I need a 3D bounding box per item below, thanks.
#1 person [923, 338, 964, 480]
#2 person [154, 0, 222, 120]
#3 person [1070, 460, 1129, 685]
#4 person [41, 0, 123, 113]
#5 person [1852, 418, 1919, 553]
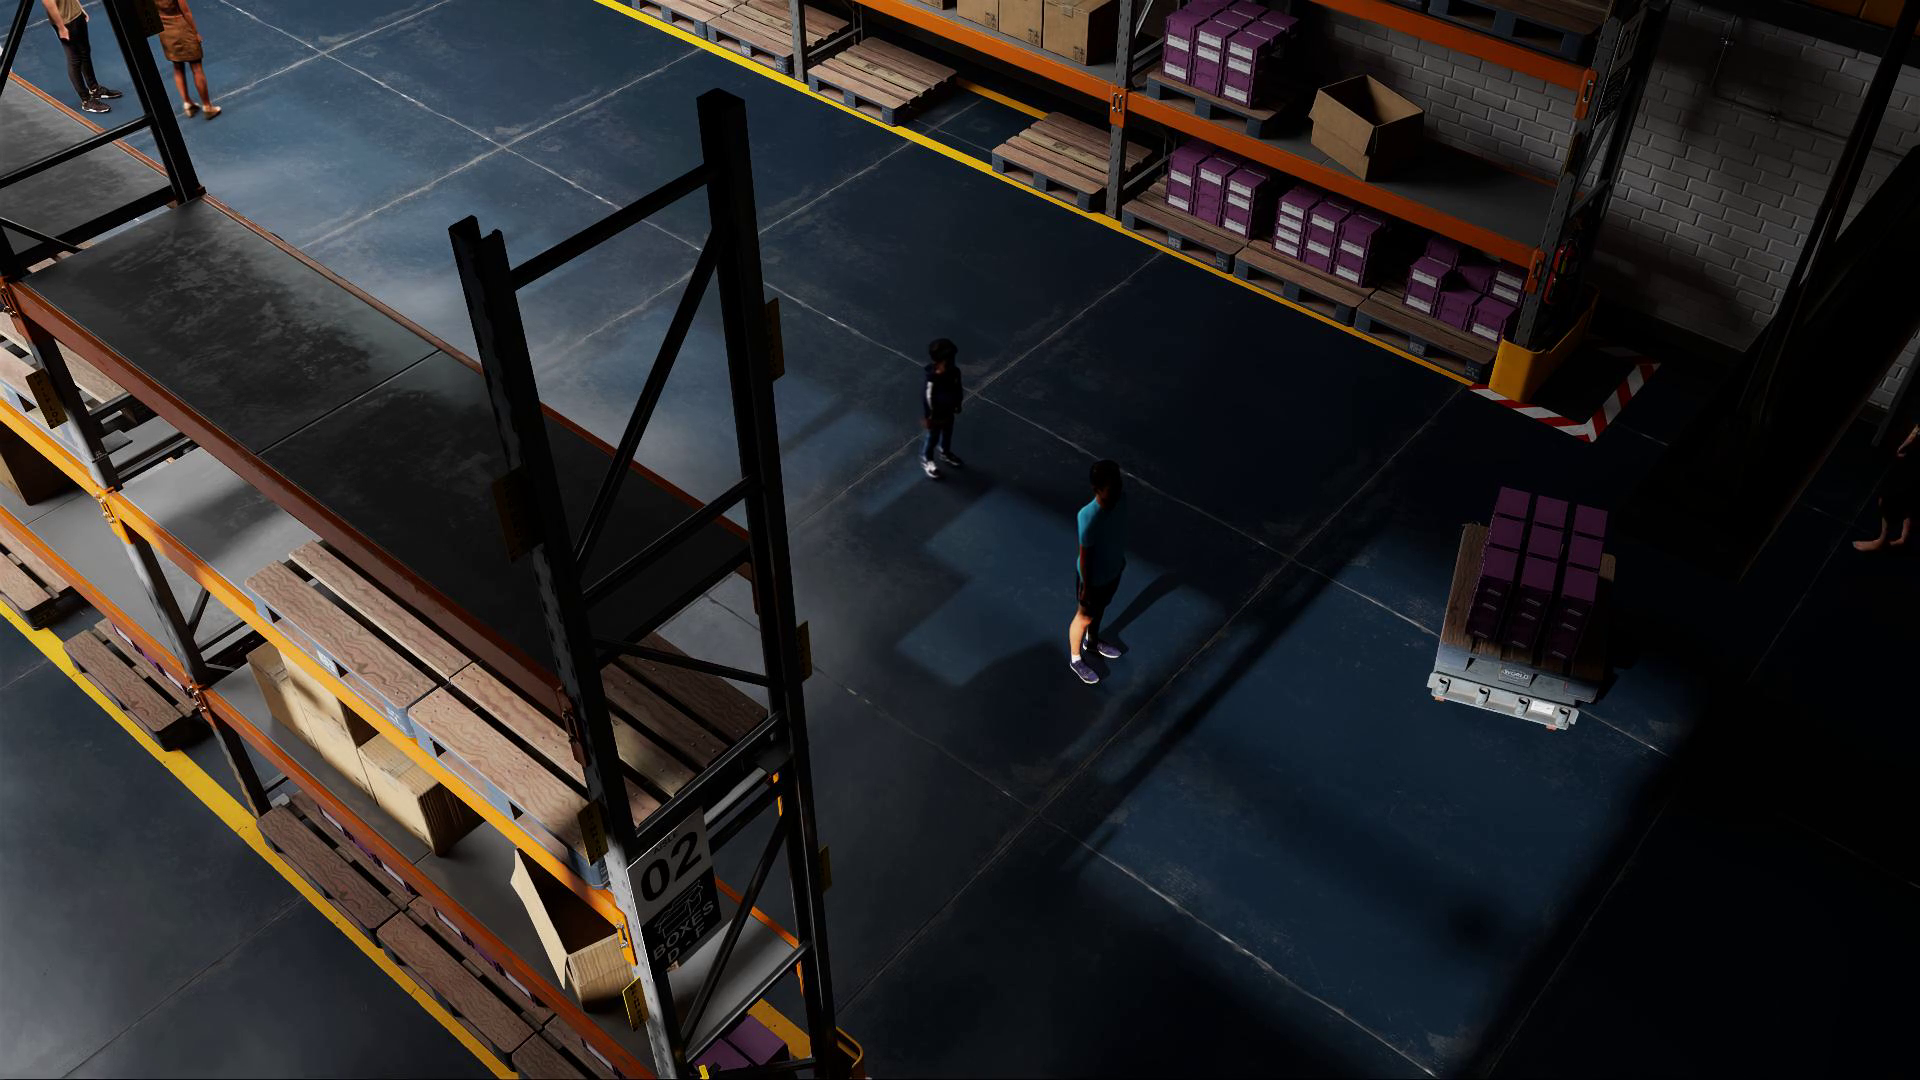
[{"bbox_3d":[-0.143,-0.999,12.433,0.541,1.214,0.493,-33,52,-29],"label":"person"},{"bbox_3d":[-7.623,-4.931,16.220,0.584,1.683,0.695,9,44,10],"label":"person"},{"bbox_3d":[0.895,0.179,10.789,0.526,1.775,0.630,26,49,25],"label":"person"},{"bbox_3d":[-8.768,-5.135,16.312,0.781,1.852,0.747,0,44,0],"label":"person"},{"bbox_3d":[6.837,-0.504,11.624,0.756,1.614,0.724,13,45,14],"label":"person"}]
